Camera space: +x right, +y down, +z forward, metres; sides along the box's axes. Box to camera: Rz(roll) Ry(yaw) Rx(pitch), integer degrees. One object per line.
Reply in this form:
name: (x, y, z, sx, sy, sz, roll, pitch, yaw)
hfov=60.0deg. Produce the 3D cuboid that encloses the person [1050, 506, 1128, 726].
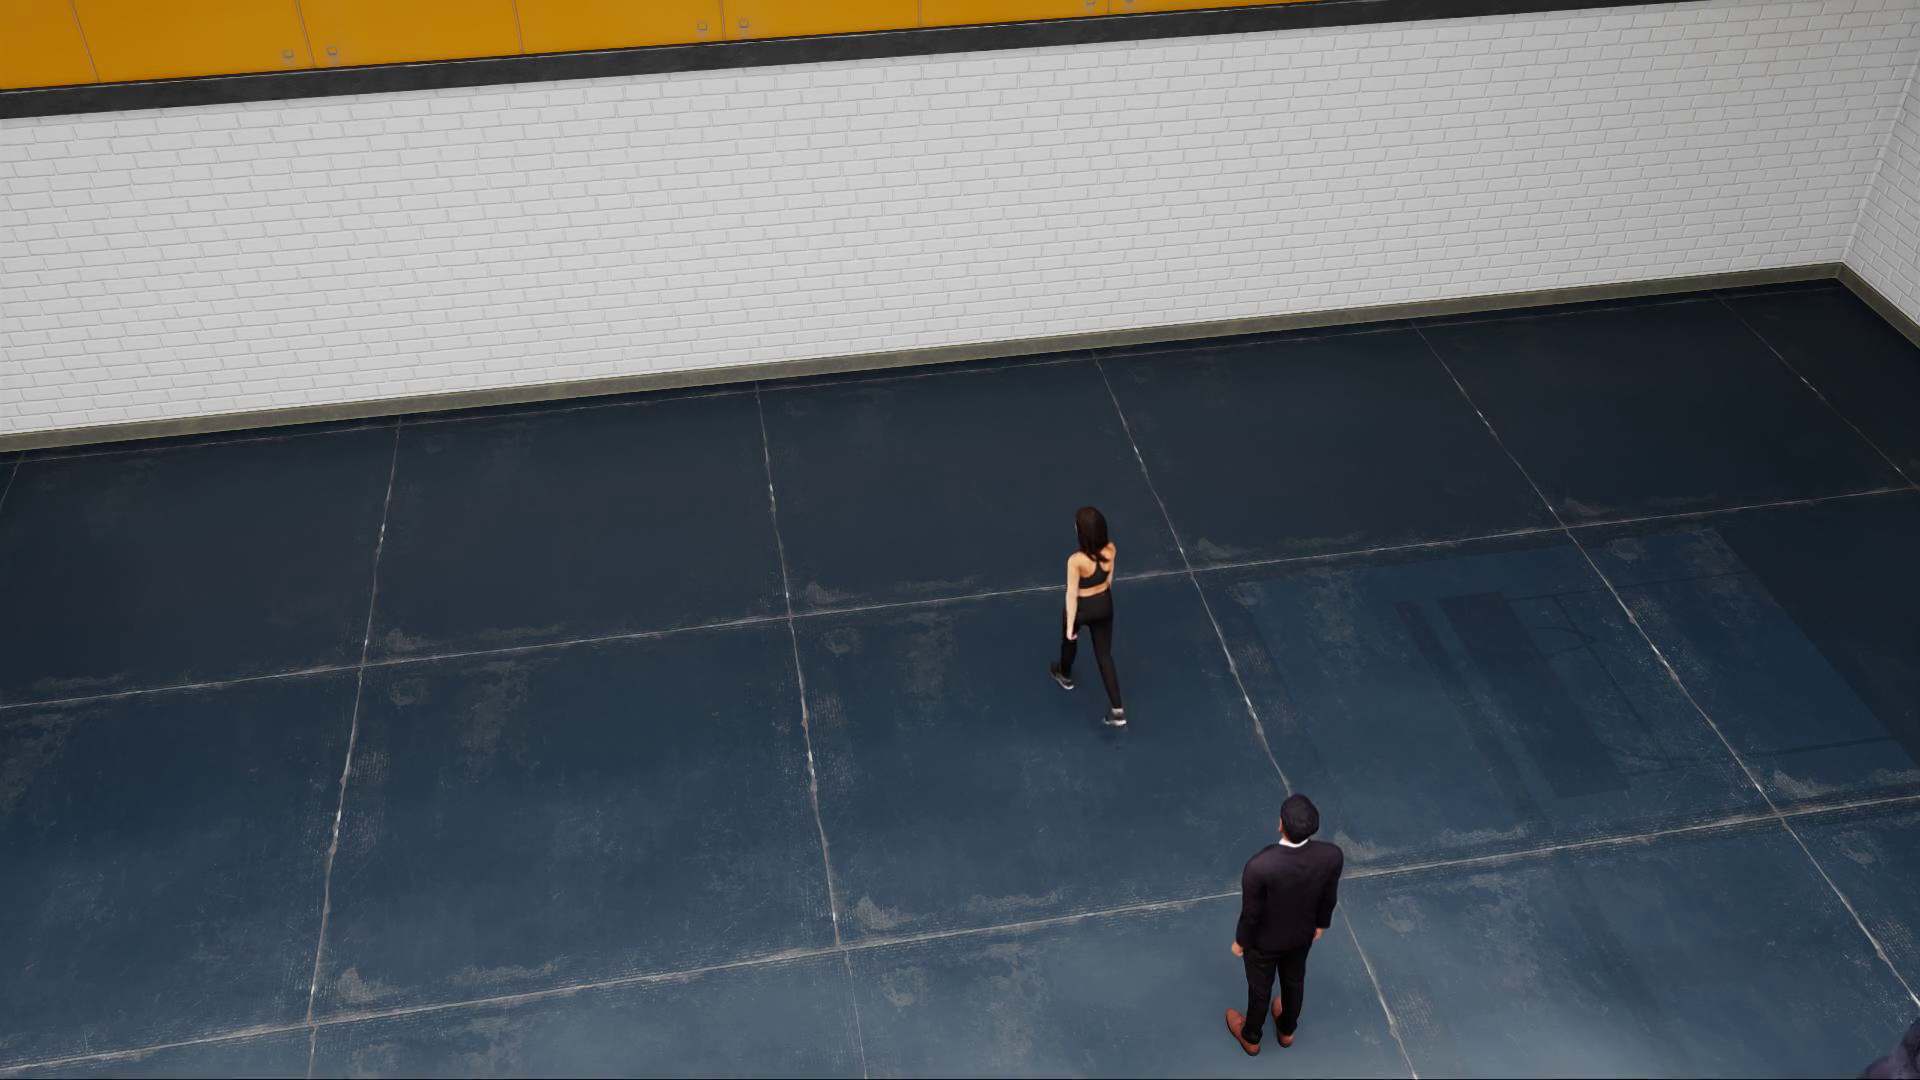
person: (0.891, 0.512, 10.802, 0.741, 1.615, 1.119, -16, 41, -19)

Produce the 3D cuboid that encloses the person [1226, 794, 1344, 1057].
person: (1.677, 2.031, 8.684, 0.701, 1.883, 0.555, -9, 39, -11)
